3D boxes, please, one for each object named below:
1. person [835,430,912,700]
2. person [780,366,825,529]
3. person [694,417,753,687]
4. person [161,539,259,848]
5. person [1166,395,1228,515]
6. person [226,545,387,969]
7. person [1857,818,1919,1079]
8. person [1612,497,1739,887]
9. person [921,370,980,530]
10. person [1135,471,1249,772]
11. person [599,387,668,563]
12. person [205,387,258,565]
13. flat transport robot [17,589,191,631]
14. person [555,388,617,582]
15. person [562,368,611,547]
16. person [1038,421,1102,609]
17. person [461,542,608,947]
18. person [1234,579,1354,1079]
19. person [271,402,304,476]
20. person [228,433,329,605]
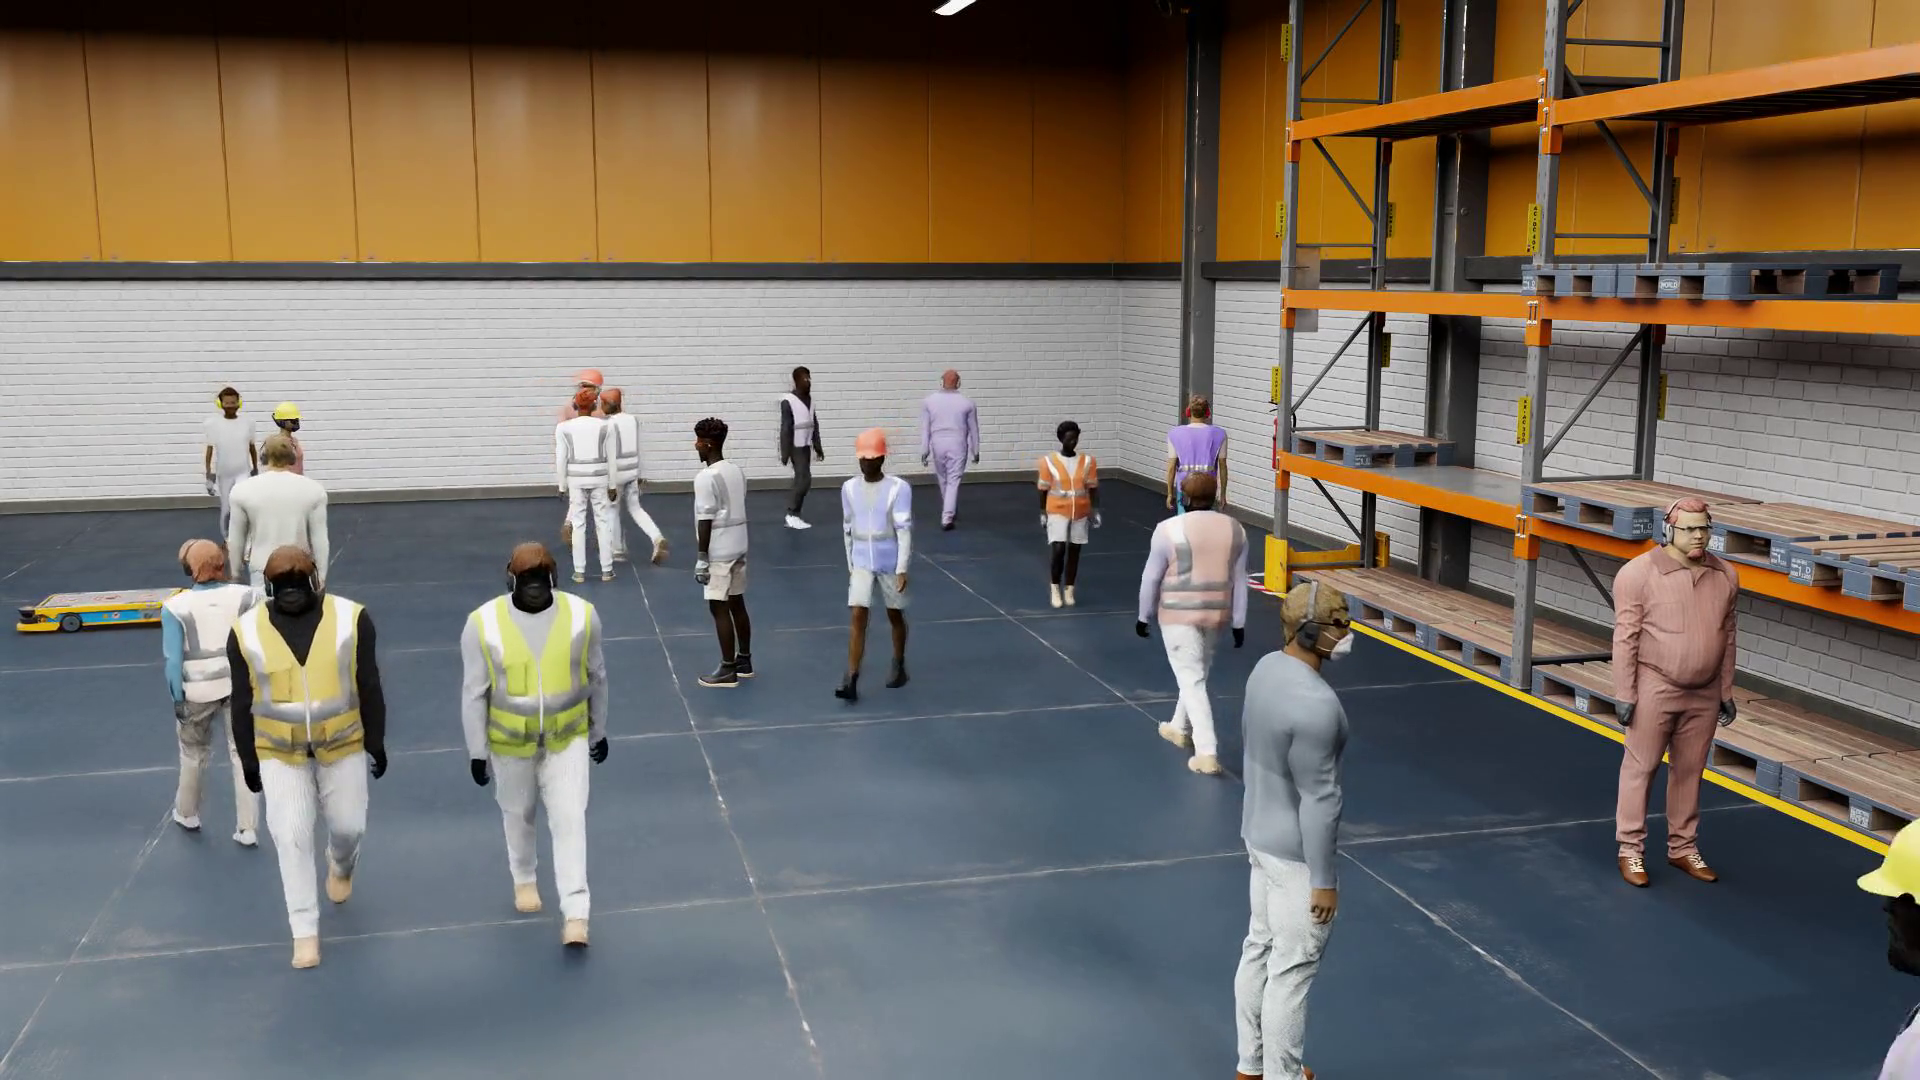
[{"bbox_3d":[-0.603,0.176,11.691,0.565,1.885,0.997,3,10,17],"label":"person"},{"bbox_3d":[-1.845,-1.060,19.424,0.496,1.880,0.588,4,10,25],"label":"person"},{"bbox_3d":[-1.748,0.080,12.122,0.396,1.953,0.620,3,10,17],"label":"person"},{"bbox_3d":[-3.940,0.787,8.775,0.527,1.603,0.806,-7,12,-39],"label":"person"},{"bbox_3d":[2.236,-0.443,15.693,0.569,1.843,0.374,1,9,4],"label":"person"},{"bbox_3d":[-2.881,0.904,7.370,0.635,1.820,0.727,-4,10,-21],"label":"person"},{"bbox_3d":[2.102,1.501,3.472,1.002,1.882,0.598,7,11,36],"label":"person"},{"bbox_3d":[3.504,0.739,8.129,0.641,1.908,0.407,-2,9,-9],"label":"person"},{"bbox_3d":[-0.093,-1.073,19.590,0.666,1.854,1.021,2,9,15],"label":"person"},{"bbox_3d":[1.421,0.474,10.154,0.634,1.798,0.951,-4,10,-23],"label":"person"},{"bbox_3d":[-3.402,-0.653,17.025,0.852,1.843,0.611,6,11,31],"label":"person"},{"bbox_3d":[-7.570,-0.689,17.287,0.535,1.840,0.921,-5,10,-29],"label":"person"},{"bbox_3d":[-7.176,0.583,14.191,1.431,0.197,0.652,-3,10,-17],"label":"flat transport robot"},{"bbox_3d":[-3.610,-0.529,16.121,0.575,1.881,0.356,-2,9,-12],"label":"person"},{"bbox_3d":[-4.008,-0.865,17.944,0.621,1.971,0.775,3,9,16],"label":"person"},{"bbox_3d":[0.986,-0.218,14.786,0.539,1.681,0.498,-2,9,-13],"label":"person"},{"bbox_3d":[-1.905,0.897,7.506,0.653,1.789,0.973,-3,10,-18],"label":"person"},{"bbox_3d":[1.169,1.091,5.831,0.355,1.936,0.633,-1,9,-8],"label":"person"},{"bbox_3d":[-6.393,-0.434,15.880,0.320,1.769,0.523,0,9,-2],"label":"person"},{"bbox_3d":[-4.677,0.212,11.479,0.639,1.900,1.006,-5,10,-29],"label":"person"}]
